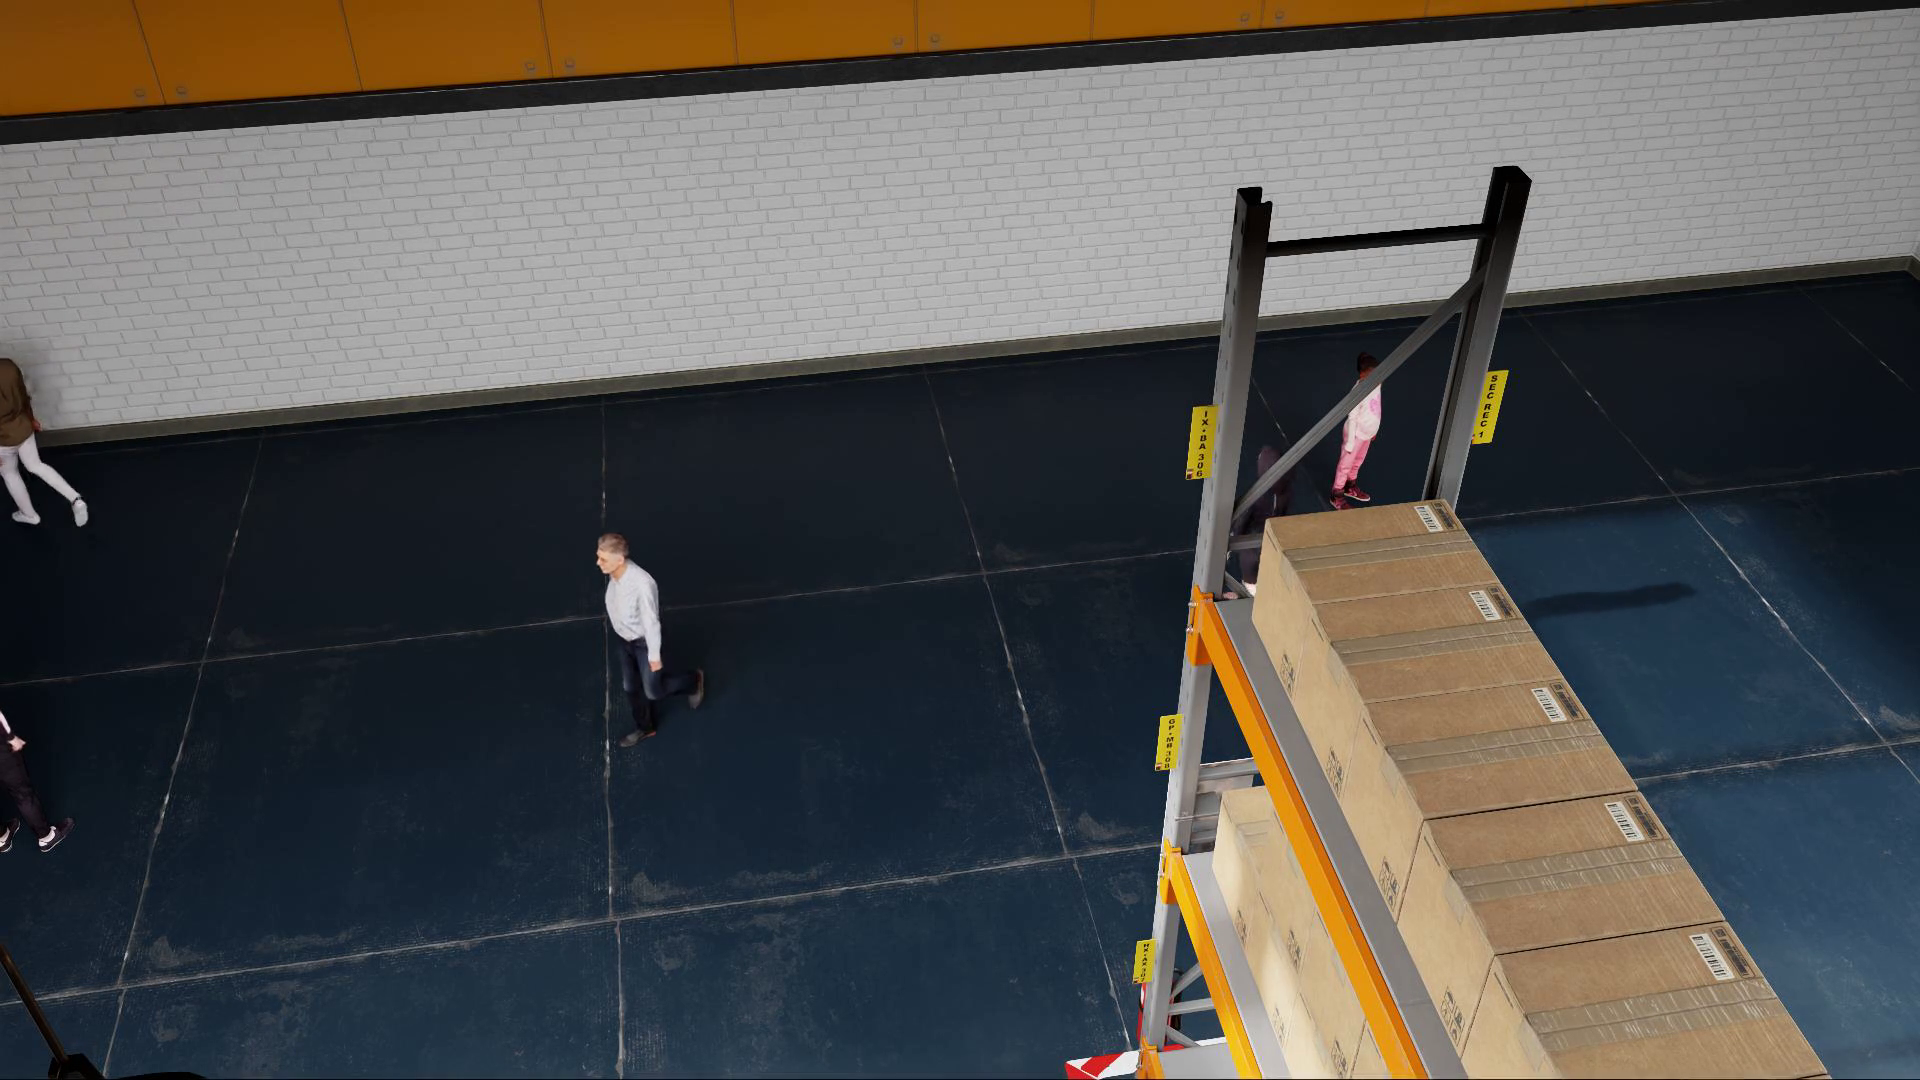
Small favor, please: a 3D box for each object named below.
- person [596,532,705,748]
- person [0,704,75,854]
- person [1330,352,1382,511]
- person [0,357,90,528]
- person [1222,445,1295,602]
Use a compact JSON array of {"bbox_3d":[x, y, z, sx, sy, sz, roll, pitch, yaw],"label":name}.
[{"bbox_3d":[-2.144,0.647,11.453,1.023,1.794,1.037,30,48,32],"label":"person"},{"bbox_3d":[-6.255,1.302,10.598,0.724,1.836,0.655,2,39,2],"label":"person"},{"bbox_3d":[3.277,-0.906,13.677,0.664,1.444,0.629,30,48,32],"label":"person"},{"bbox_3d":[-7.522,-0.811,13.274,1.105,1.798,1.125,13,40,16],"label":"person"},{"bbox_3d":[2.223,0.164,12.074,0.820,1.774,1.099,-18,42,-21],"label":"person"}]
